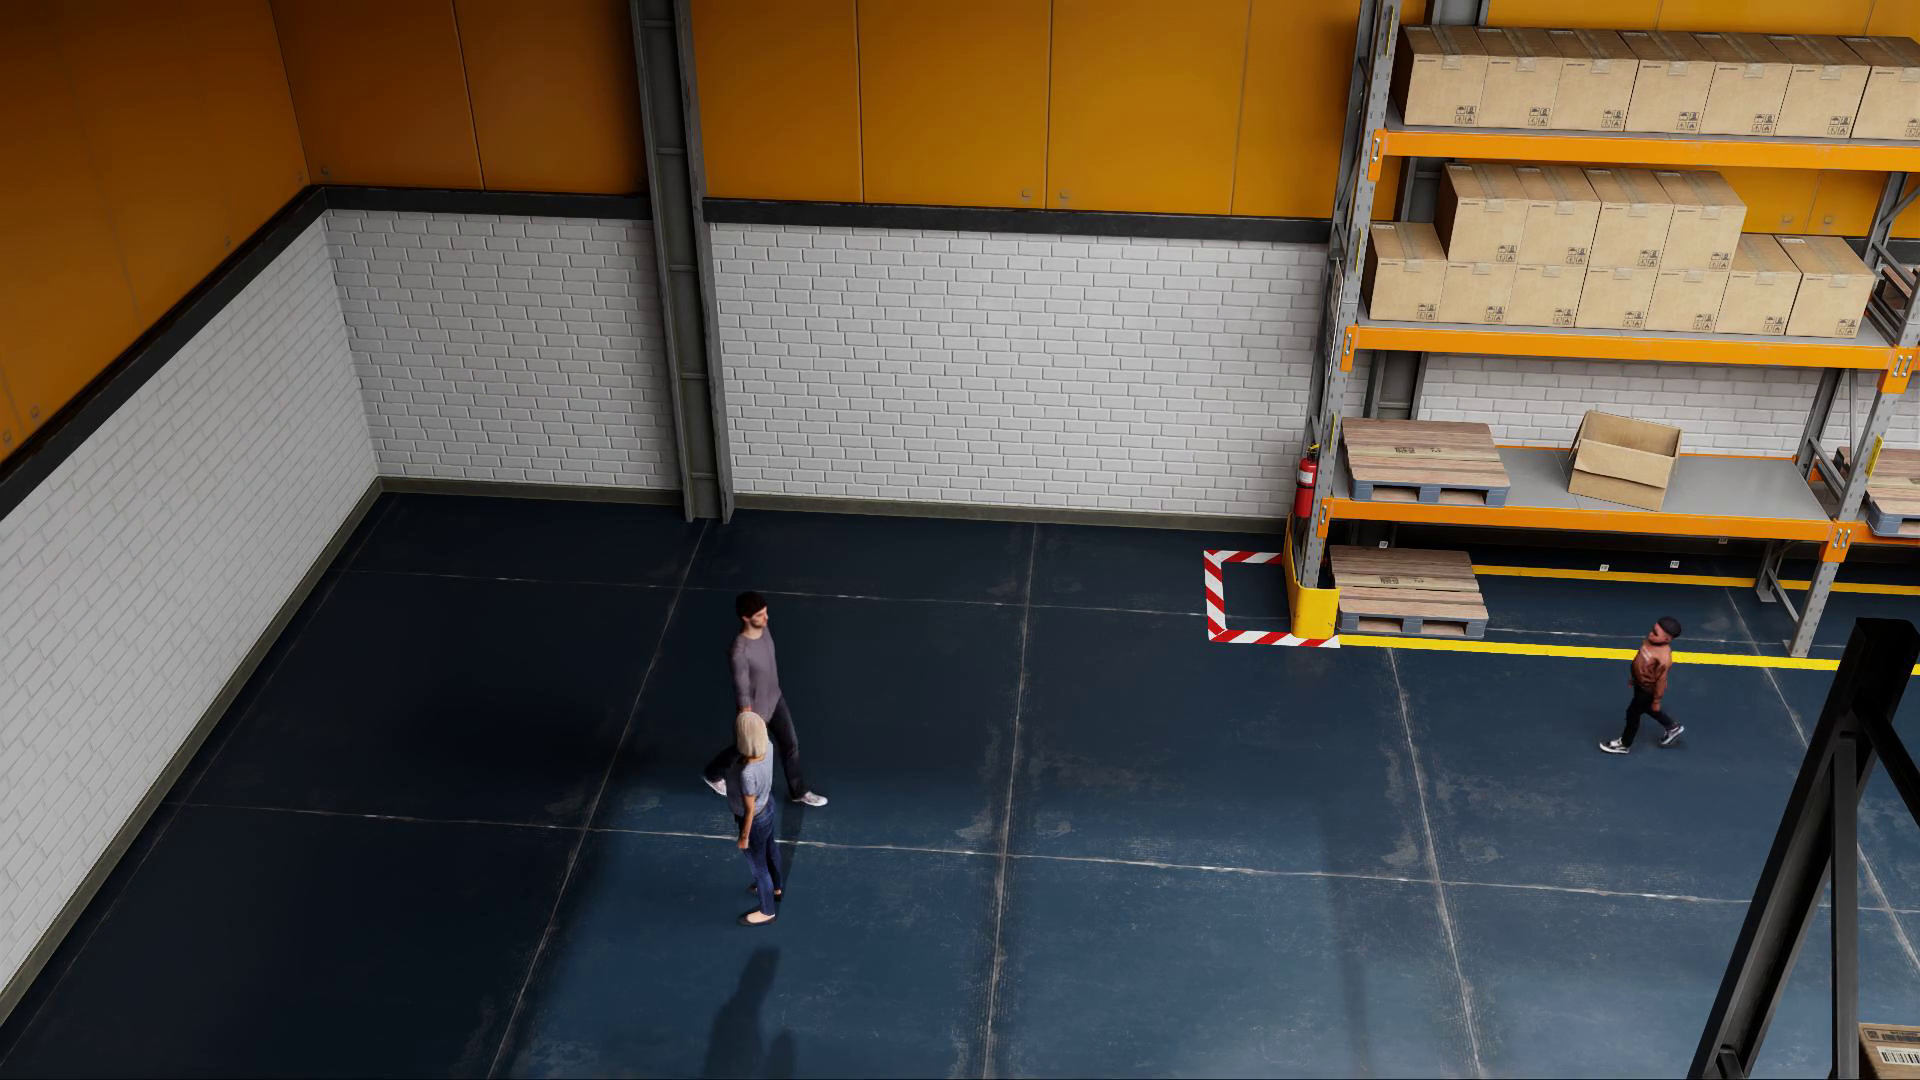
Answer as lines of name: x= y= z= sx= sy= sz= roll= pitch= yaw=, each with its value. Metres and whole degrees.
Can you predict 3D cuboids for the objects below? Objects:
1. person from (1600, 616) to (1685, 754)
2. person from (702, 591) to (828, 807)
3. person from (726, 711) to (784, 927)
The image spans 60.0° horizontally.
person: x=5.137 y=1.072 z=12.262 sx=0.799 sy=1.241 sz=0.518 roll=3 pitch=34 yaw=4
person: x=-1.496 y=1.134 z=11.647 sx=1.237 sy=1.817 sz=0.889 roll=11 pitch=35 yaw=16
person: x=-1.310 y=1.784 z=10.755 sx=0.521 sy=1.722 sz=0.589 roll=5 pitch=34 yaw=8
